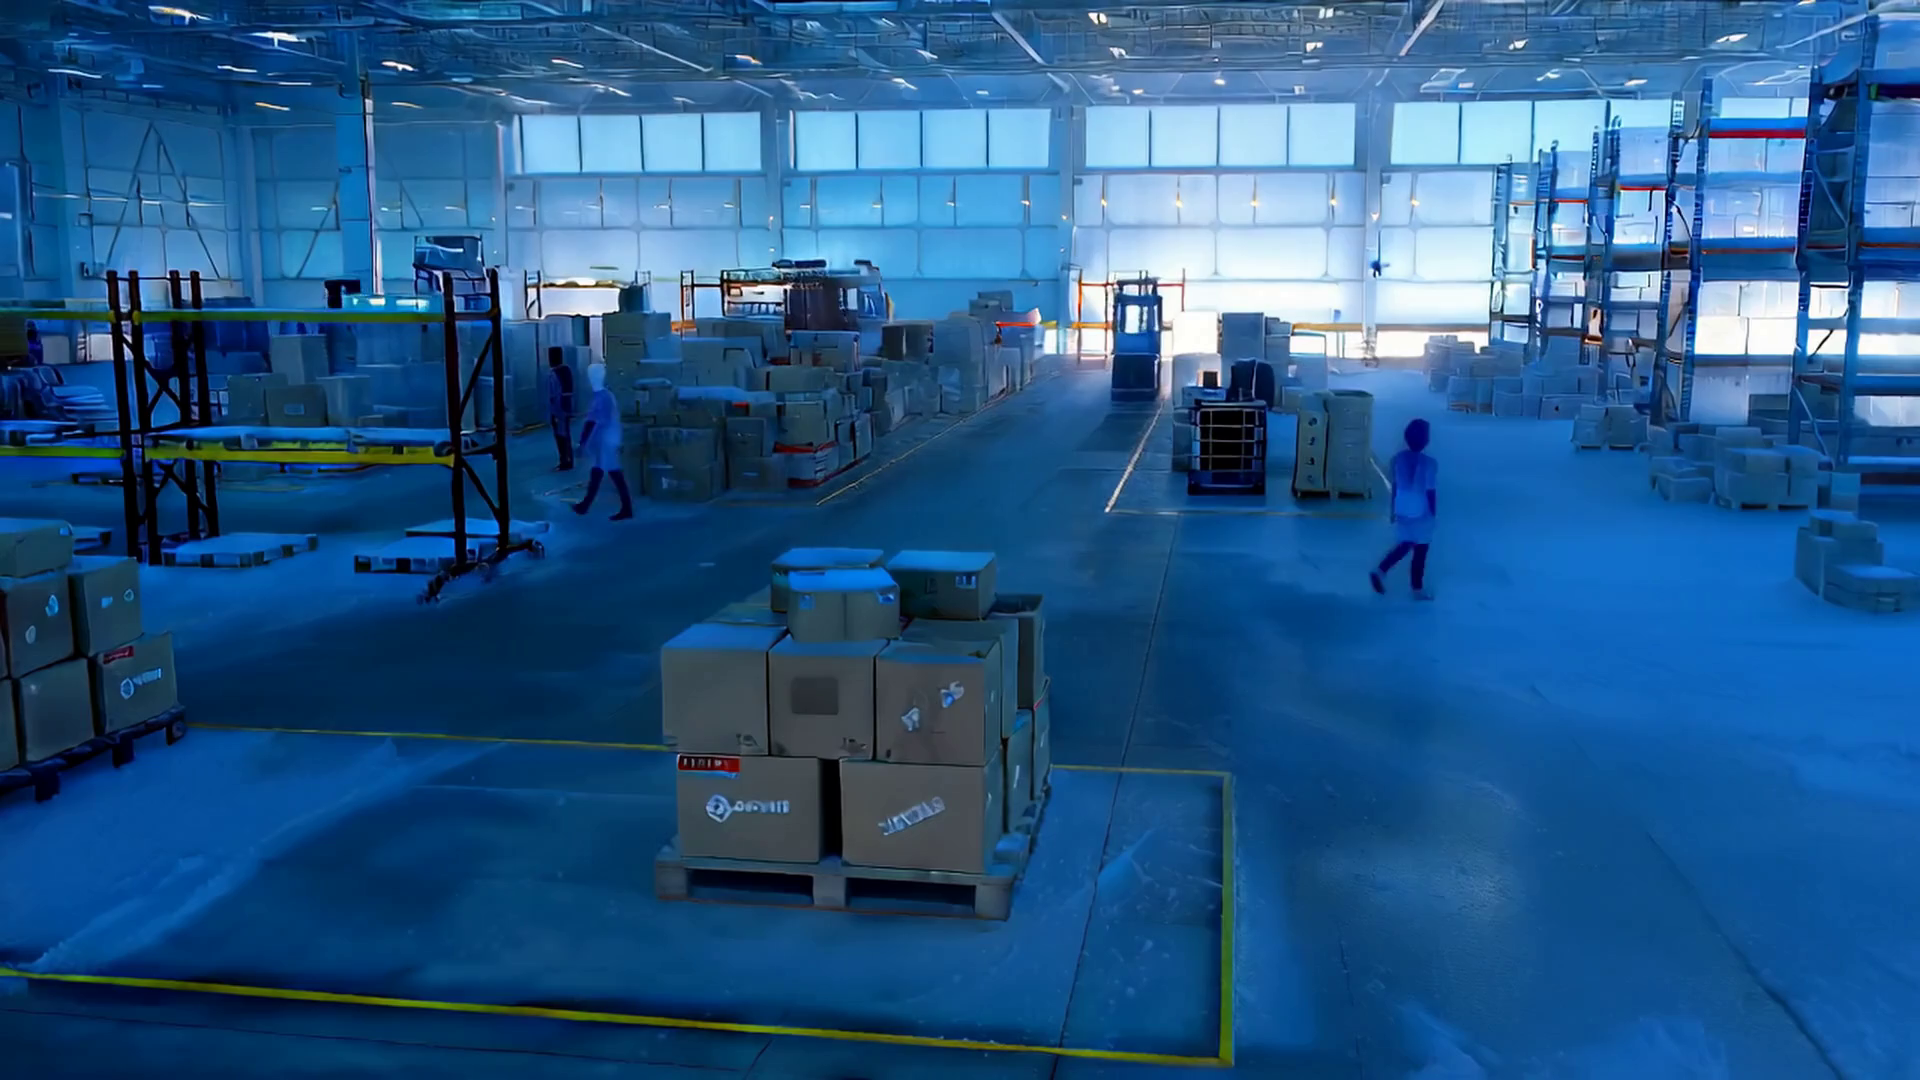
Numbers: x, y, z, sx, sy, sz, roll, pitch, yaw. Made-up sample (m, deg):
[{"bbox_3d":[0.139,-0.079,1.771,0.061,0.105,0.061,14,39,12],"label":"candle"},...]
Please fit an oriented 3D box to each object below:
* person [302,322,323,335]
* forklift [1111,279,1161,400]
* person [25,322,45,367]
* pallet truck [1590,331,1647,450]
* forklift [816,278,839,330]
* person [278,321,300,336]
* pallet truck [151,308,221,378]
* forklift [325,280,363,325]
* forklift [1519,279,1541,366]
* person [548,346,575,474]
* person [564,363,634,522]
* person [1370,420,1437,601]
[{"bbox_3d":[-17.052,-5.055,44.027,0.669,1.925,0.593,0,9,2],"label":"person"},{"bbox_3d":[4.156,-4.725,39.058,1.129,2.768,1.873,1,9,9],"label":"forklift"},{"bbox_3d":[-26.103,-5.355,46.919,0.529,1.579,0.880,0,9,0],"label":"person"},{"bbox_3d":[11.253,-2.573,28.499,0.823,1.965,1.885,5,10,27],"label":"pallet truck"},{"bbox_3d":[-3.343,-5.245,42.263,1.873,2.768,1.129,1,9,9],"label":"forklift"},{"bbox_3d":[-20.114,-5.954,49.897,0.636,1.814,1.034,-8,12,-40],"label":"person"},{"bbox_3d":[-21.869,-5.598,47.154,0.823,1.965,1.885,4,10,26],"label":"pallet truck"},{"bbox_3d":[-13.220,-4.202,35.829,1.873,2.768,1.129,1,9,9],"label":"forklift"},{"bbox_3d":[15.518,-5.578,44.314,1.873,2.768,1.129,1,9,9],"label":"forklift"},{"bbox_3d":[-5.954,-1.935,24.800,0.393,1.922,0.589,1,9,4],"label":"person"},{"bbox_3d":[-4.395,-1.164,20.042,0.971,1.911,0.651,0,9,2],"label":"person"},{"bbox_3d":[4.090,-0.254,15.176,0.540,1.682,0.540,-5,10,-27],"label":"person"}]
